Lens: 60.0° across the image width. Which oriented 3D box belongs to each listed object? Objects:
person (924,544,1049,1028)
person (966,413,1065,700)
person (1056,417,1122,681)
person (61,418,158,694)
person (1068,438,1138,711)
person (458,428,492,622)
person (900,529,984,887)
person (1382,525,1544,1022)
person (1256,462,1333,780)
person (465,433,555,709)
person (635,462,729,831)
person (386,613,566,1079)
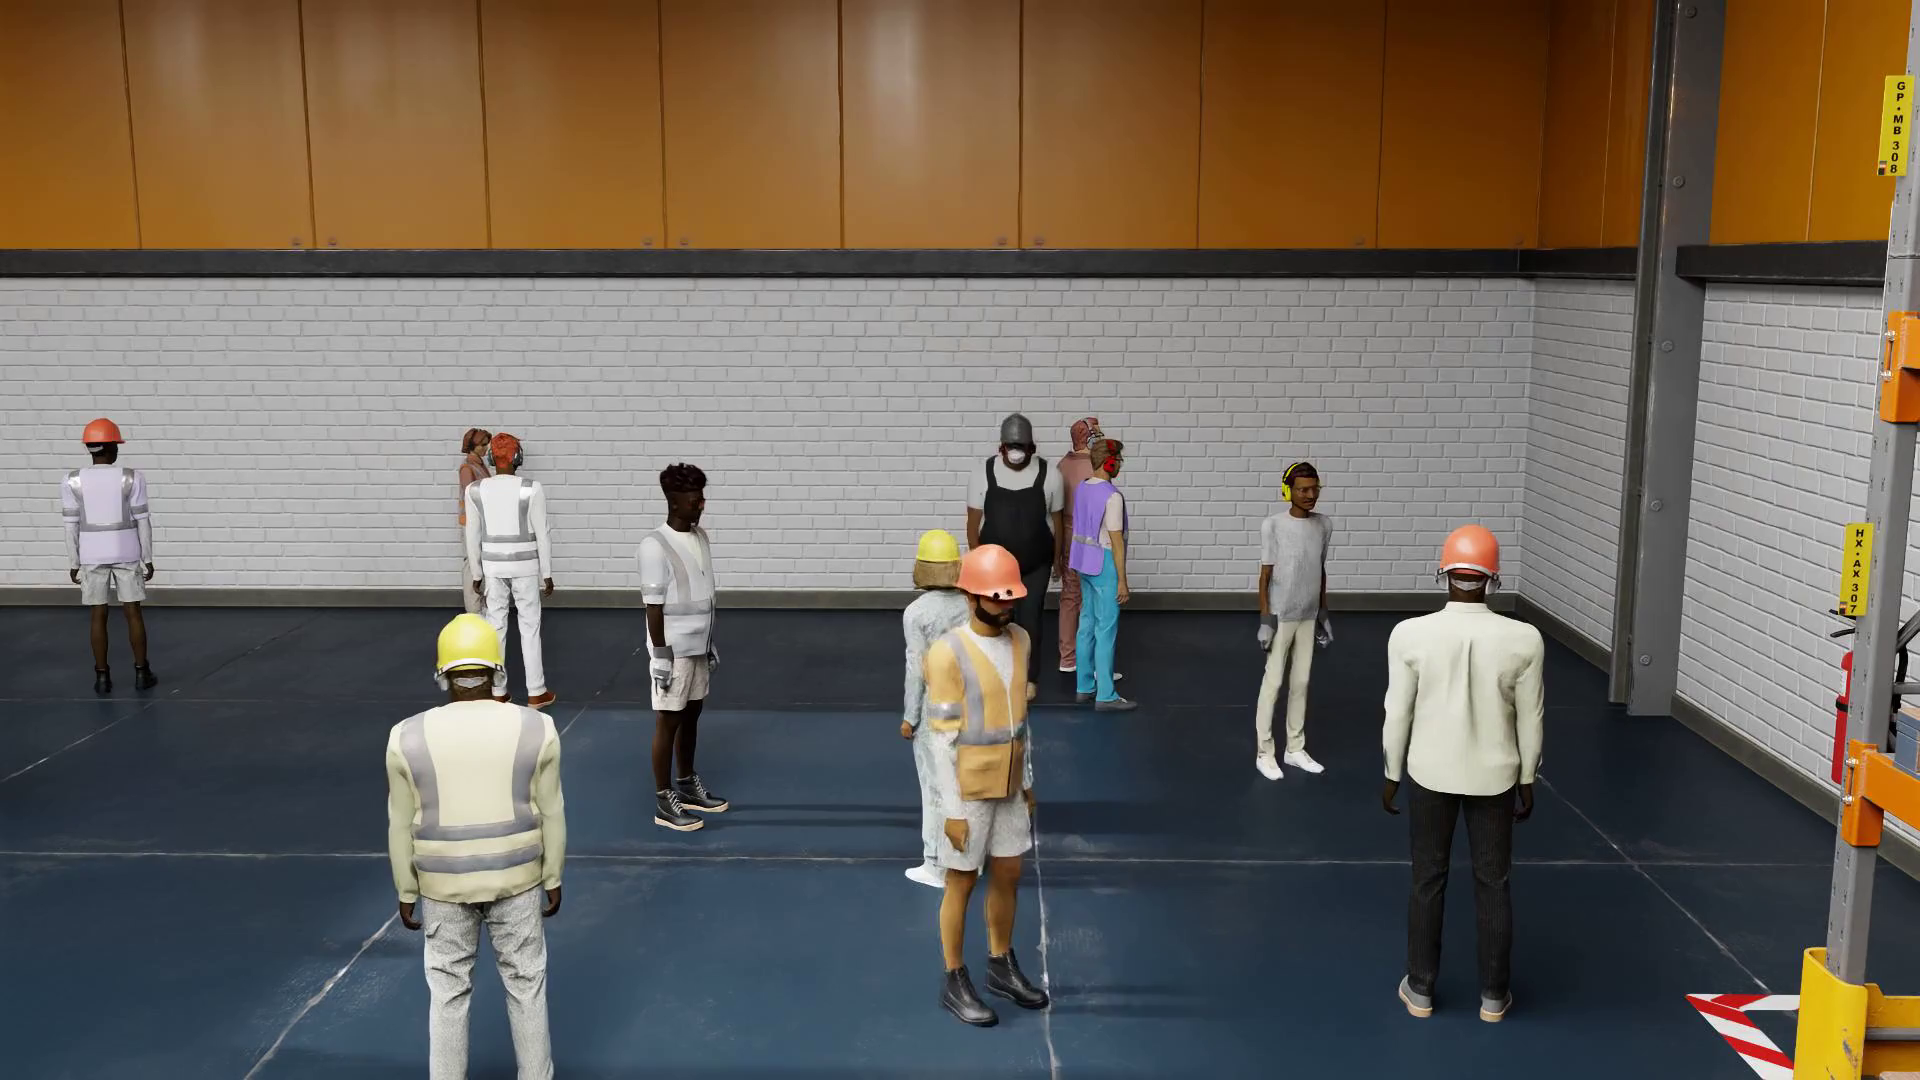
[{"bbox_3d":[0.139,0.974,6.590,0.450,1.934,0.566,9,13,44],"label":"person"},{"bbox_3d":[0.398,0.048,11.786,0.696,2.000,0.830,1,10,6],"label":"person"},{"bbox_3d":[0.928,0.066,12.062,0.410,1.913,0.643,-5,11,-27],"label":"person"},{"bbox_3d":[-5.985,0.112,11.721,0.549,1.932,0.373,-4,10,-20],"label":"person"},{"bbox_3d":[0.949,0.232,11.270,0.389,1.845,0.567,-5,10,-25],"label":"person"},{"bbox_3d":[-4.073,-0.126,14.030,0.311,1.639,0.512,-1,10,-5],"label":"person"},{"bbox_3d":[-0.088,0.811,8.110,0.492,1.740,0.324,-7,12,-37],"label":"person"},{"bbox_3d":[1.996,0.930,6.636,0.612,1.996,0.388,2,10,14],"label":"person"},{"bbox_3d":[1.978,0.466,9.793,0.522,1.872,0.329,-4,10,-24],"label":"person"},{"bbox_3d":[-3.030,0.215,11.242,0.573,1.887,0.355,1,9,4],"label":"person"},{"bbox_3d":[-1.490,0.562,8.958,0.367,1.957,0.605,3,10,18],"label":"person"},{"bbox_3d":[-1.668,1.161,5.782,0.591,1.823,0.405,-3,10,-16],"label":"person"}]
